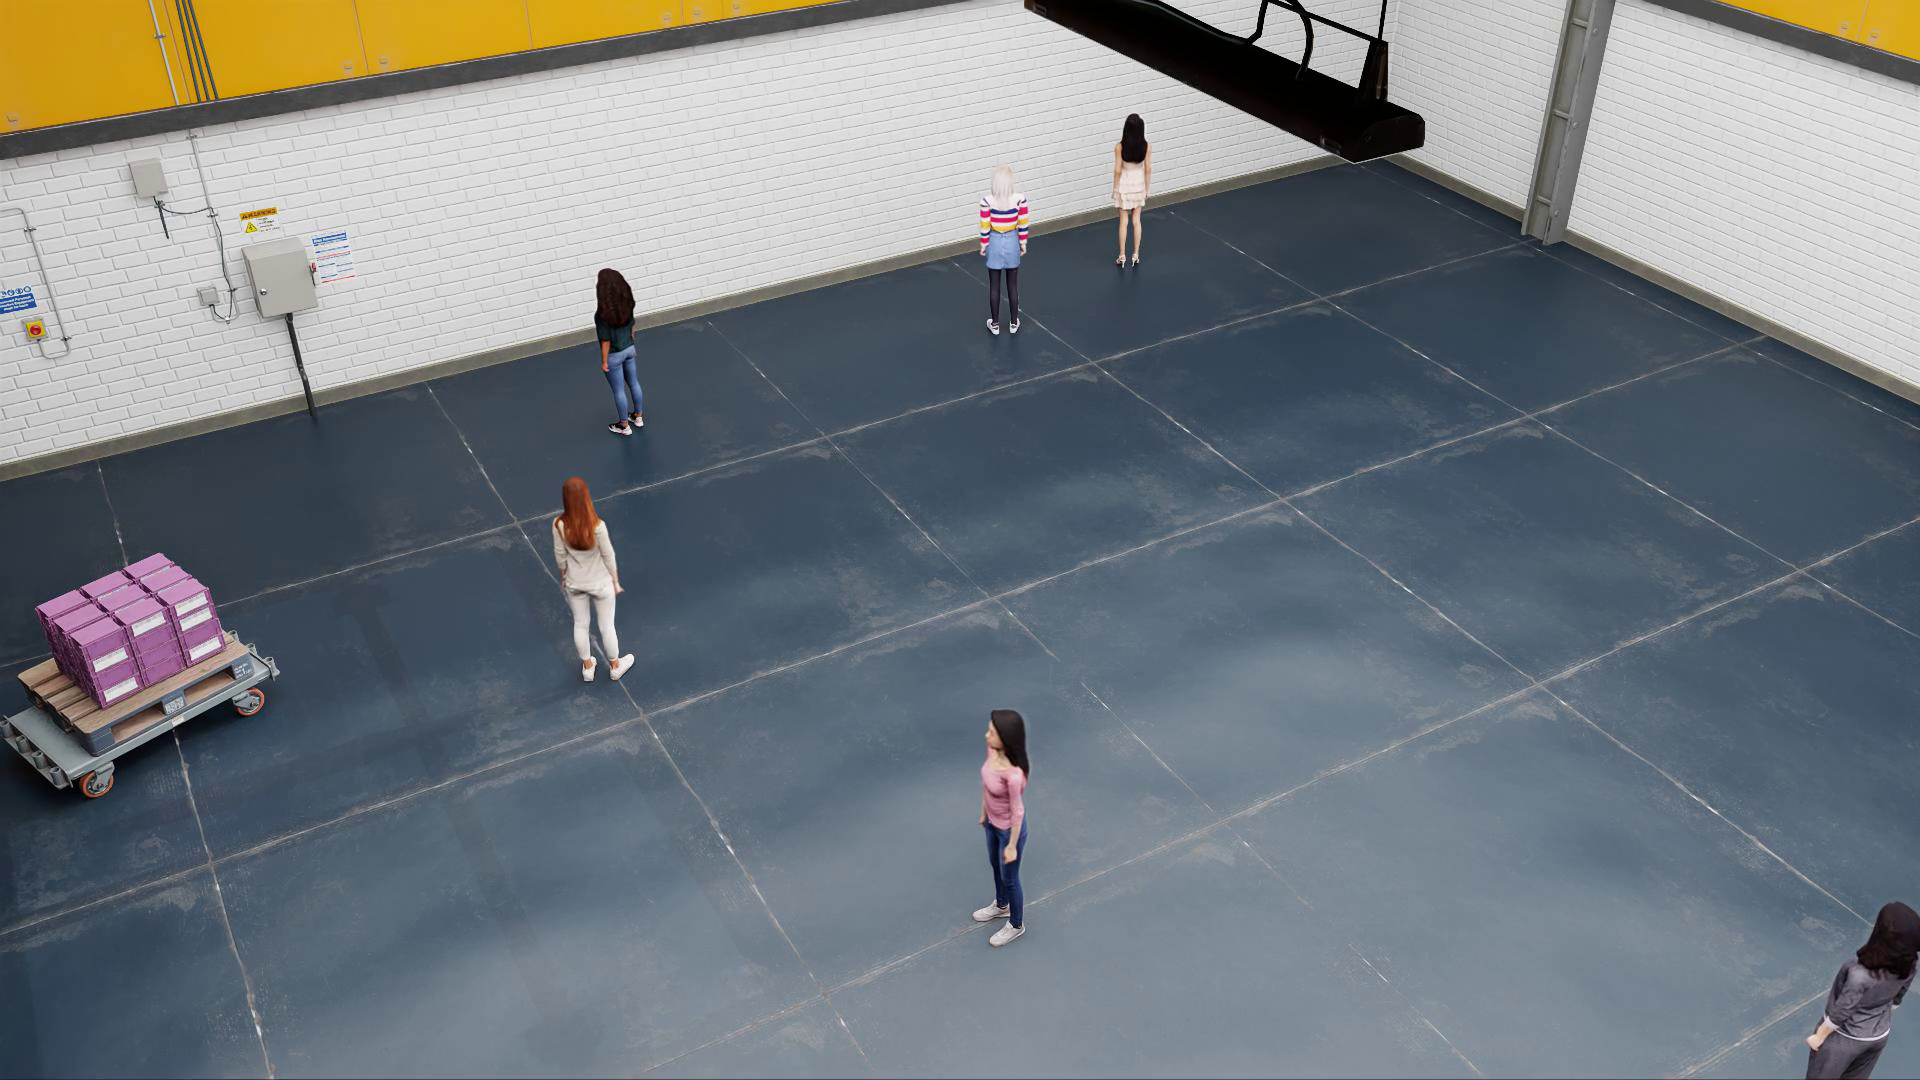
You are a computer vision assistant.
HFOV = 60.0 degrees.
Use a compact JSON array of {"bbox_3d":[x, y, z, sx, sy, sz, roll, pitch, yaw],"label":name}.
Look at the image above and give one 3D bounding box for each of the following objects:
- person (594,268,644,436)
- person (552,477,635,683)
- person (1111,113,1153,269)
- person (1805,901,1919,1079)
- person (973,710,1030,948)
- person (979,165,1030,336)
[{"bbox_3d":[-3.128,-1.734,15.245,0.713,1.617,0.690,23,40,30],"label":"person"},{"bbox_3d":[-2.700,0.300,12.098,0.699,1.713,0.734,4,34,6],"label":"person"},{"bbox_3d":[1.877,-3.839,18.306,0.660,1.735,0.671,-1,34,-2],"label":"person"},{"bbox_3d":[4.650,2.563,8.648,0.636,1.764,0.580,-10,35,-15],"label":"person"},{"bbox_3d":[0.265,1.709,9.953,0.667,1.742,0.474,-12,36,-18],"label":"person"},{"bbox_3d":[0.440,-2.961,16.919,0.724,1.808,0.685,-2,34,-4],"label":"person"}]
